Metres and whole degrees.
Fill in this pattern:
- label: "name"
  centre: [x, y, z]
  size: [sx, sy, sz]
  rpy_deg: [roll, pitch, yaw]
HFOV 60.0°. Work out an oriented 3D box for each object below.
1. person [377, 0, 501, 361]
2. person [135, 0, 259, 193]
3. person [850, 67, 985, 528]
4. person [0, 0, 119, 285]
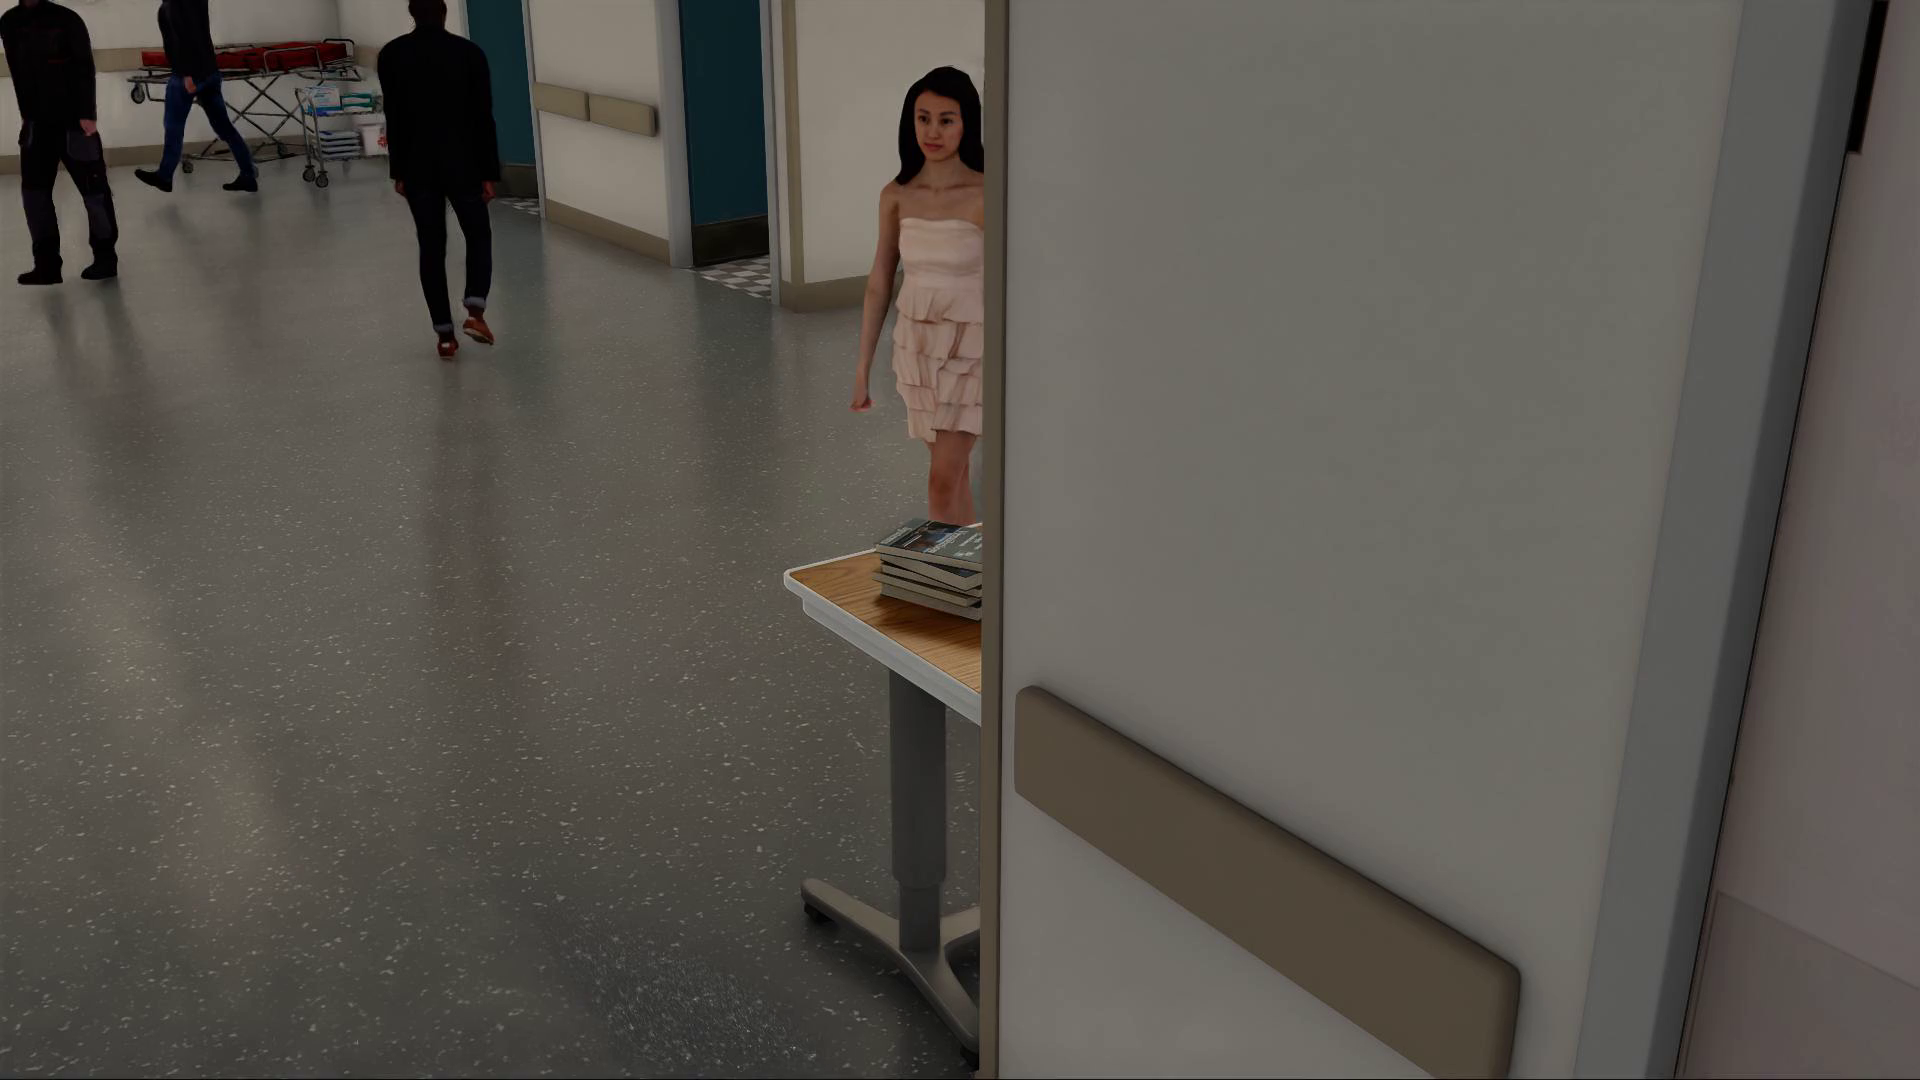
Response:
- label: "person"
  centre: [-2.534, -1.762, 8.104]
  size: [0.815, 1.805, 0.822]
  rpy_deg: [-4, 21, -10]
- label: "person"
  centre: [-5.814, -3.562, 12.817]
  size: [1.234, 1.832, 1.177]
  rpy_deg: [3, 21, 8]
- label: "person"
  centre: [0.011, -0.502, 4.915]
  size: [0.945, 1.707, 0.929]
  rpy_deg: [10, 23, 25]
- label: "person"
  centre: [-5.311, -2.483, 9.879]
  size: [0.969, 1.896, 1.053]
  rpy_deg: [1, 21, 2]
